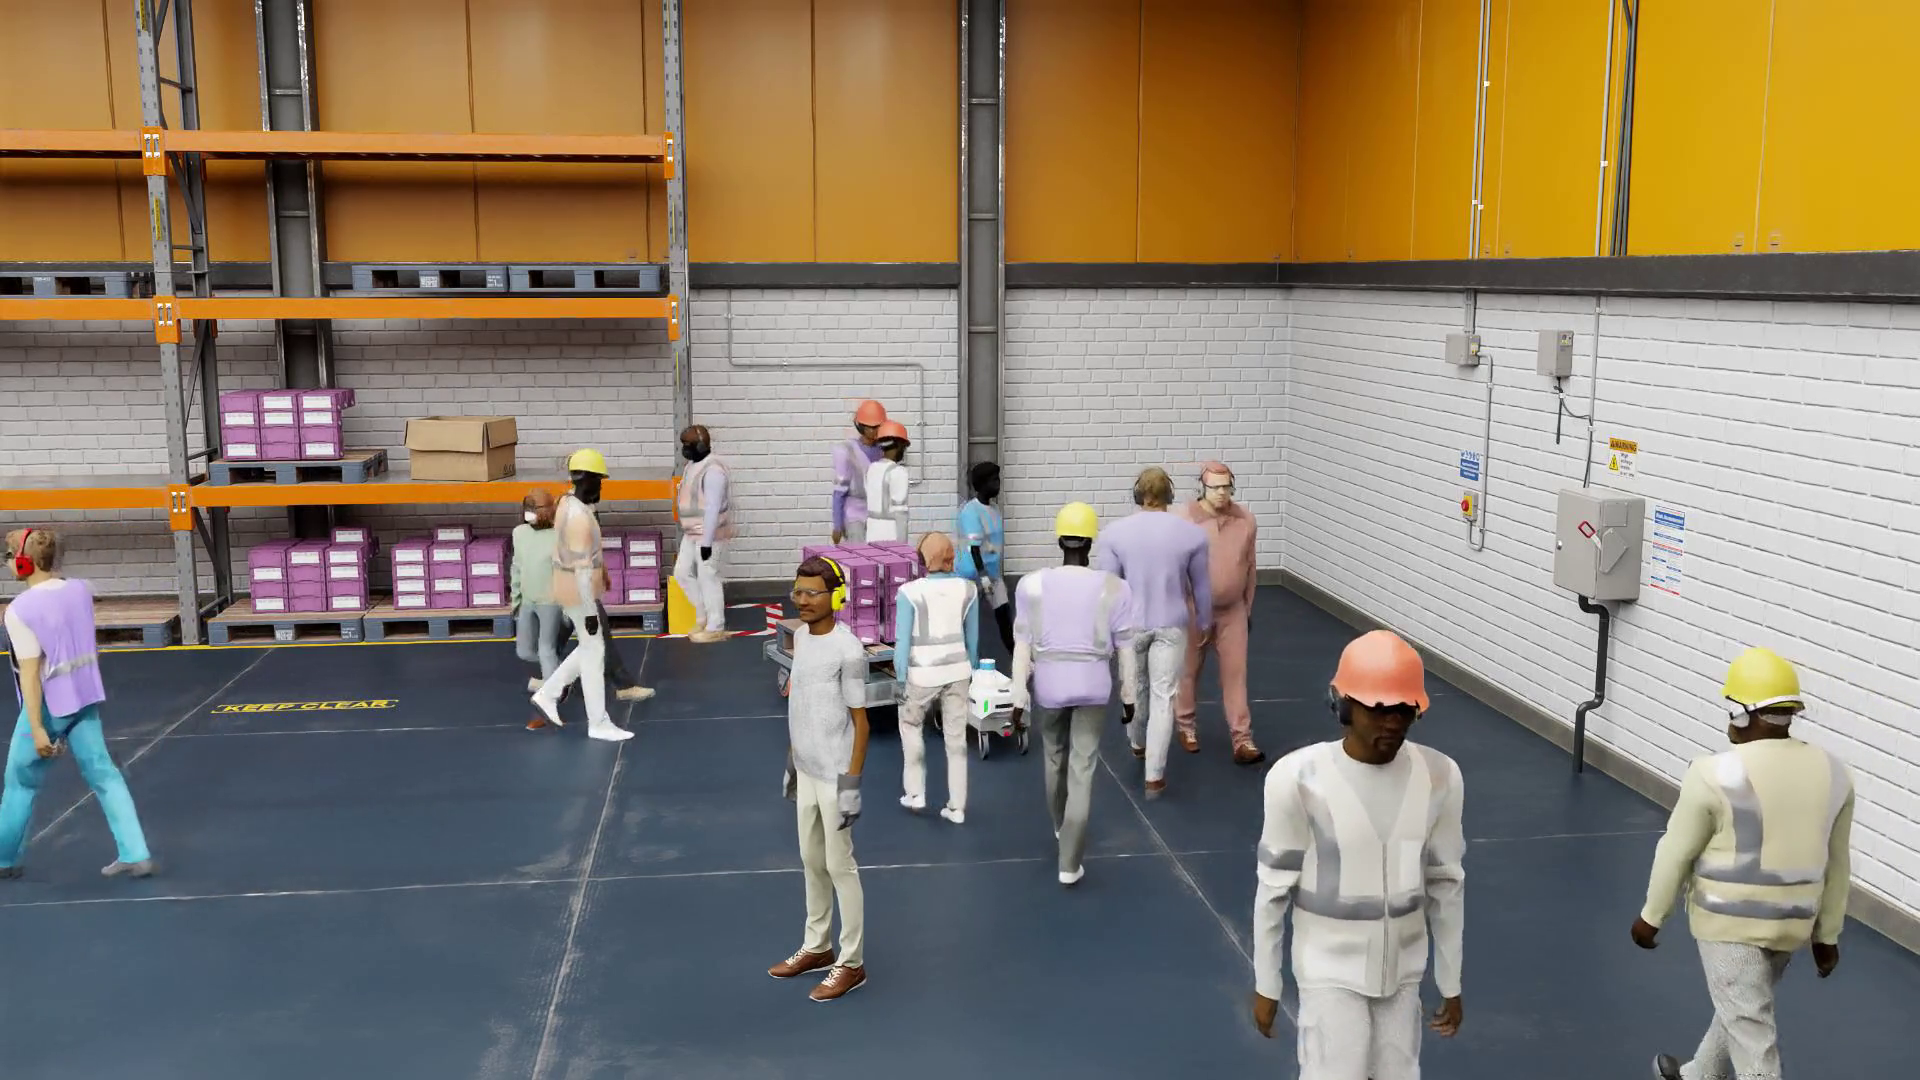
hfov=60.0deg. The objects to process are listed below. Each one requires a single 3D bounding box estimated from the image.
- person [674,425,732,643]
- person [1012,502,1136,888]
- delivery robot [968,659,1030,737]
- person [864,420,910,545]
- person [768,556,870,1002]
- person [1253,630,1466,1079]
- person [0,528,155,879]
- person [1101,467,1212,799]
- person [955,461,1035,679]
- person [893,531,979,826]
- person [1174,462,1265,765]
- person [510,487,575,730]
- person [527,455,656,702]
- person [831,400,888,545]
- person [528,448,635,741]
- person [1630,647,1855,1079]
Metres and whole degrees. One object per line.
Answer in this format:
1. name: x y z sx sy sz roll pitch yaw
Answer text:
1. person: -2.096 -0.036 13.540 0.464 1.817 0.645 -4 10 -25
2. person: 0.593 0.743 8.484 0.614 1.874 0.974 2 9 11
3. delivery robot: 0.176 1.007 10.664 0.477 0.478 0.707 -3 10 -21
4. person: -0.596 0.025 12.922 0.587 1.891 0.592 -6 11 -31
5. person: -0.589 0.986 6.992 0.321 1.874 0.532 -7 12 -38
6. person: 1.169 1.247 4.870 0.630 2.029 0.473 -2 9 -13
7. person: -4.517 0.824 8.257 0.988 1.793 0.574 2 9 11
8. person: 1.168 0.509 9.905 0.650 1.884 1.048 2 9 11
9. person: 0.220 0.252 12.242 0.869 1.653 0.541 5 10 28
10. person: -0.153 0.752 9.223 0.550 1.616 0.576 -4 10 -26
11. person: 1.583 0.462 10.285 0.661 1.864 0.896 -2 9 -13
12. person: -2.781 0.433 11.208 0.510 1.620 0.526 5 10 30
13. person: -2.686 0.260 11.814 0.981 1.794 0.536 0 9 2
14. person: -0.796 -0.175 13.908 0.721 1.992 0.607 8 12 41
15. person: -2.483 0.358 10.805 0.572 1.902 0.639 -2 9 -15
16. person: 2.595 1.240 5.633 0.605 1.786 0.893 -2 9 -15
